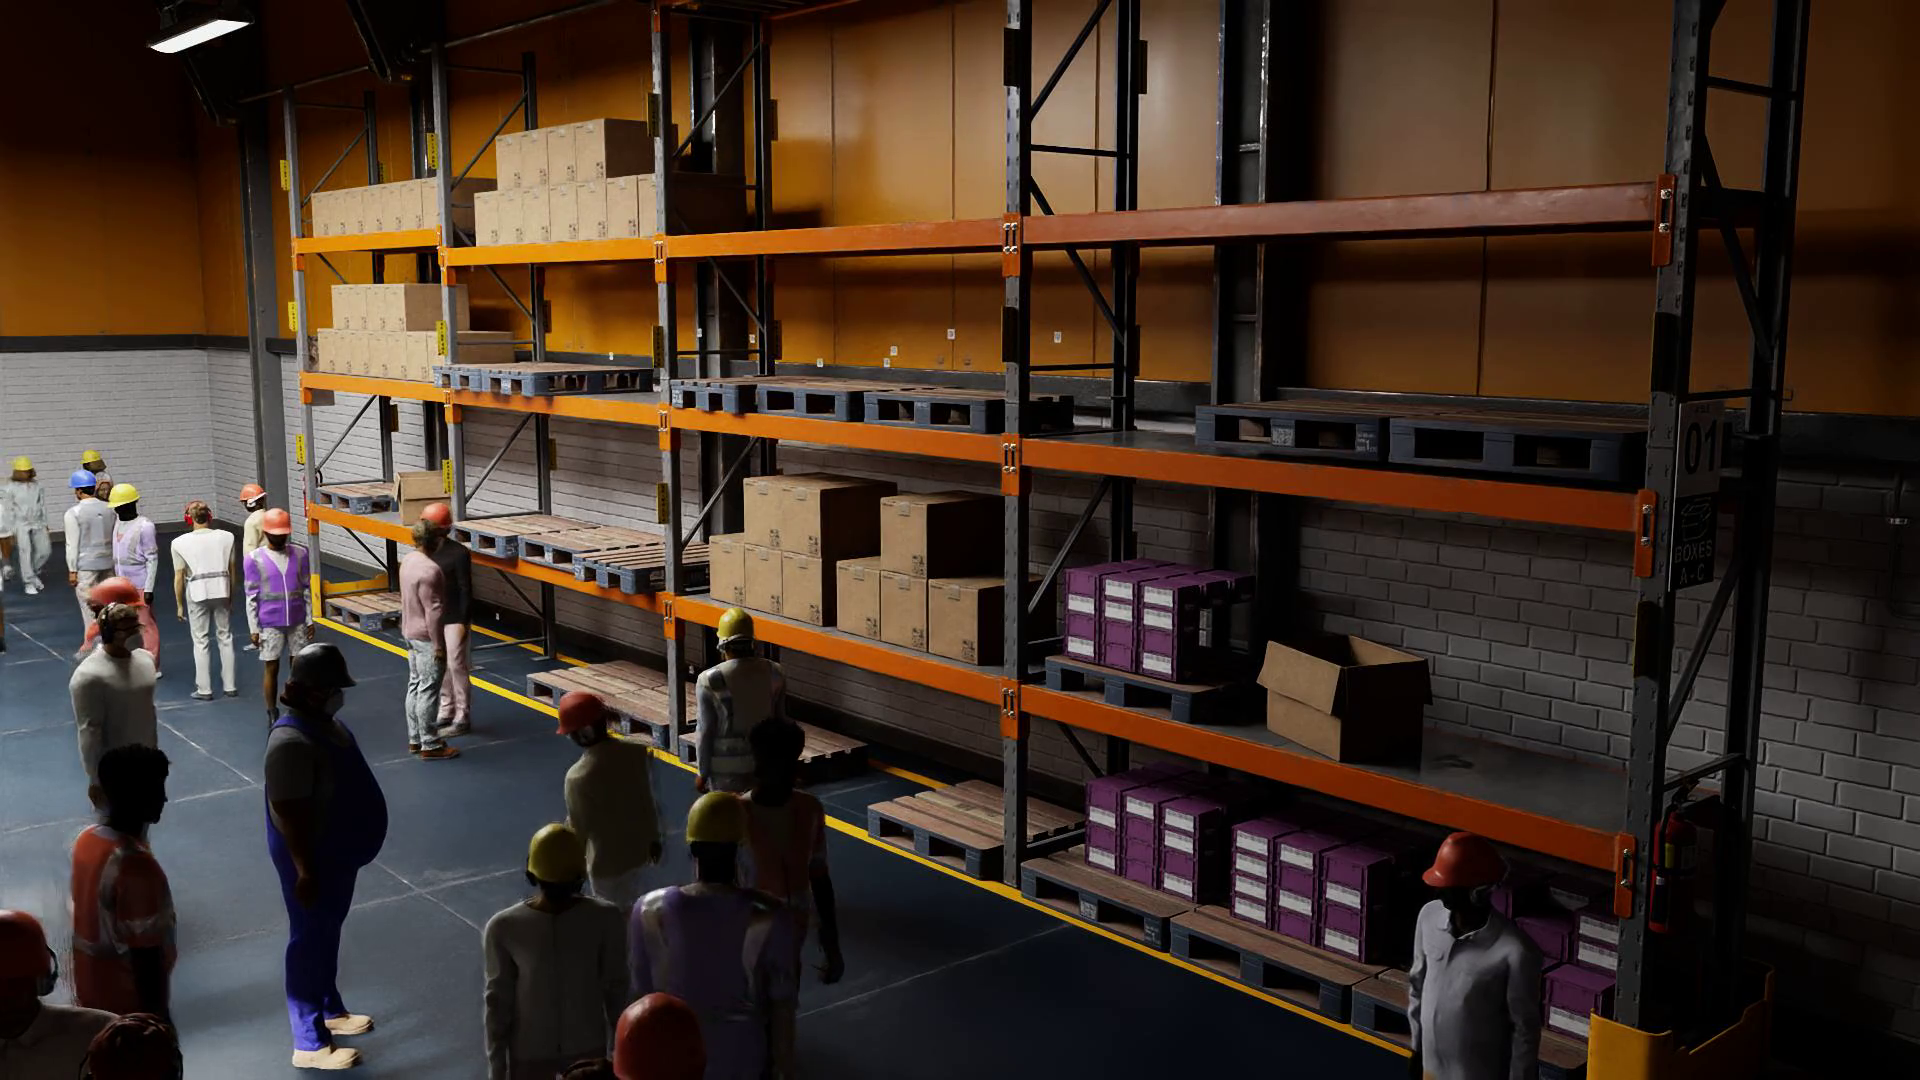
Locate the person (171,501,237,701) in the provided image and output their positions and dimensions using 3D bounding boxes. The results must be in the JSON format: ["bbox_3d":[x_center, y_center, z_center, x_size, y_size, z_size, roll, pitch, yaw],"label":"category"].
[{"bbox_3d":[-6.888,0.559,15.217,0.561,1.828,0.420,-8,11,-43],"label":"person"}]

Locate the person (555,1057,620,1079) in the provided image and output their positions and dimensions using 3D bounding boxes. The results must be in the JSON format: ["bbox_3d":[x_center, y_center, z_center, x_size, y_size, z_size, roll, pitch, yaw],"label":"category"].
[{"bbox_3d":[-0.959,2.193,4.542,0.277,1.627,0.503,-2,9,-16],"label":"person"}]

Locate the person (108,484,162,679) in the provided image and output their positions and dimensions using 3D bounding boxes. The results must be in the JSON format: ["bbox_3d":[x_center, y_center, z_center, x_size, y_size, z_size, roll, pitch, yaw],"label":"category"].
[{"bbox_3d":[-7.907,0.411,15.913,0.585,1.918,0.377,5,10,32],"label":"person"}]

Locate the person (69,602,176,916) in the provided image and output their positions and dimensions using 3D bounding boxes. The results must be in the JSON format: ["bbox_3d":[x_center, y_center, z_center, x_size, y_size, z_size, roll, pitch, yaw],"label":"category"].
[{"bbox_3d":[-4.822,1.309,9.601,0.372,1.939,0.629,1,8,9],"label":"person"}]

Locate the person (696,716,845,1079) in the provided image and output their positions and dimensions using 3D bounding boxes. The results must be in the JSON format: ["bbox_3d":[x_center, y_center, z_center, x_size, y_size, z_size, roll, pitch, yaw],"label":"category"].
[{"bbox_3d":[-0.730,1.695,6.878,0.614,1.939,0.718,-8,11,-44],"label":"person"}]

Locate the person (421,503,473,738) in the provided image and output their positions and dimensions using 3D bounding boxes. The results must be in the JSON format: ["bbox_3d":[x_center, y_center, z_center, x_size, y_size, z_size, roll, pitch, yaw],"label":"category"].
[{"bbox_3d":[-4.356,0.660,13.996,0.637,1.976,0.450,5,9,30],"label":"person"}]

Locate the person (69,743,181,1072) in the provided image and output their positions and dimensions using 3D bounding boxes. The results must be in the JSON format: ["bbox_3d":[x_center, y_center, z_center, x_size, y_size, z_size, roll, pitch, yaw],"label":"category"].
[{"bbox_3d":[-3.280,1.762,6.480,0.671,1.948,0.464,6,10,38],"label":"person"}]

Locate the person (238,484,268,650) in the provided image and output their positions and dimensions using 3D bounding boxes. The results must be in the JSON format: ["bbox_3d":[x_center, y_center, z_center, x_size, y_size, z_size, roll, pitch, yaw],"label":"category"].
[{"bbox_3d":[-7.369,0.277,17.470,0.352,1.738,0.573,0,8,0],"label":"person"}]

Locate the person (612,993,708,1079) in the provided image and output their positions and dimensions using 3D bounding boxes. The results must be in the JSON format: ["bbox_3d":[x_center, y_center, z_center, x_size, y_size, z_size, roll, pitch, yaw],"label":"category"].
[{"bbox_3d":[-0.748,2.079,4.256,0.552,1.935,0.374,-5,9,-29],"label":"person"}]

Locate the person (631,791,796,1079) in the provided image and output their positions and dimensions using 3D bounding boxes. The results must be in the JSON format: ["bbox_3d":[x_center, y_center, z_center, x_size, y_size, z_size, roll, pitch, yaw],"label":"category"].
[{"bbox_3d":[-0.885,1.843,6.047,0.600,1.892,0.879,0,8,-2],"label":"person"}]

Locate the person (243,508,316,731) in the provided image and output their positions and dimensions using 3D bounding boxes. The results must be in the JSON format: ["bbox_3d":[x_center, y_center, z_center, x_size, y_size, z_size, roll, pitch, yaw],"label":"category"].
[{"bbox_3d":[-5.722,0.682,14.031,0.550,1.922,0.391,-8,11,-43],"label":"person"}]

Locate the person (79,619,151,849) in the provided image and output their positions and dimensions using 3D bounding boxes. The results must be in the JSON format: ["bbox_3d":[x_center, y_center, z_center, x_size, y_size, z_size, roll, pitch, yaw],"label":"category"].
[{"bbox_3d":[-5.115,1.329,10.107,0.329,1.750,0.564,-5,10,-33],"label":"person"}]

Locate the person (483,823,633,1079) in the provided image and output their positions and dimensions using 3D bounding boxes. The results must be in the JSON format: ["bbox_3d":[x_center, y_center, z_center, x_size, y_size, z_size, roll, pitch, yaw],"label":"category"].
[{"bbox_3d":[-1.469,1.896,6.148,0.541,1.757,0.338,-4,9,-24],"label":"person"}]

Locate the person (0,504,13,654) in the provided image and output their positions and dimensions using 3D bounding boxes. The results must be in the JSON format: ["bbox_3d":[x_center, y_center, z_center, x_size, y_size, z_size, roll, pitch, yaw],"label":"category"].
[{"bbox_3d":[-10.155,0.224,17.235,0.660,1.926,0.661,1,8,7],"label":"person"}]

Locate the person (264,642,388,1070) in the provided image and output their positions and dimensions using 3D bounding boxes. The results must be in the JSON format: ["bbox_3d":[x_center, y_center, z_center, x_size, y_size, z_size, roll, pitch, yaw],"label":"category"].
[{"bbox_3d":[-3.036,1.485,8.023,0.535,2.000,0.684,-1,8,-8],"label":"person"}]

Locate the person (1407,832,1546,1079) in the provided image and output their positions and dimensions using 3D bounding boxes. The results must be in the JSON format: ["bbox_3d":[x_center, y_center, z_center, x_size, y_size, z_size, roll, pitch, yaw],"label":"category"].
[{"bbox_3d":[1.841,1.909,6.076,0.339,1.748,0.563,-5,10,-31],"label":"person"}]

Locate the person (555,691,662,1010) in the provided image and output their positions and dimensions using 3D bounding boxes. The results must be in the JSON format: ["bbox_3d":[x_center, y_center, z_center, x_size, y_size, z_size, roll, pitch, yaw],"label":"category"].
[{"bbox_3d":[-1.782,1.586,8.439,0.417,1.710,0.628,4,9,27],"label":"person"}]

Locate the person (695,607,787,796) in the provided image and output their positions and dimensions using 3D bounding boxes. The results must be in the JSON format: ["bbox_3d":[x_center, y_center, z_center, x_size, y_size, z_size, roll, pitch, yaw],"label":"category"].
[{"bbox_3d":[-1.324,1.309,9.955,0.591,1.837,0.403,-6,10,-35],"label":"person"}]

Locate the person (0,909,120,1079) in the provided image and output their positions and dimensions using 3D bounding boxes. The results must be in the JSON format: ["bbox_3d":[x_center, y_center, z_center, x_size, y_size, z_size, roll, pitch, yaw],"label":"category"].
[{"bbox_3d":[-2.628,1.991,4.712,0.616,1.986,0.407,-4,9,-24],"label":"person"}]

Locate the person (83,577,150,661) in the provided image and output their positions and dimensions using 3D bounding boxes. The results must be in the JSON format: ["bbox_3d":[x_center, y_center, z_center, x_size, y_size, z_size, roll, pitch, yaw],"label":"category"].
[{"bbox_3d":[-5.005,1.247,9.809,0.545,2.018,0.702,-5,10,-31],"label":"person"}]

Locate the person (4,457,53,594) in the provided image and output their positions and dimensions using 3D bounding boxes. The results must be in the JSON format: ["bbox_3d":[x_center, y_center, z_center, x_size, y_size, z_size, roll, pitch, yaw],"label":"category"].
[{"bbox_3d":[-11.568,-0.181,20.688,0.371,1.724,0.504,5,10,31],"label":"person"}]

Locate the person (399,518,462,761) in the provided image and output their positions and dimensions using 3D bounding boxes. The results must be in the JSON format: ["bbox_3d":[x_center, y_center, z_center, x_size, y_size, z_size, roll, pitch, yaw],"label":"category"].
[{"bbox_3d":[-4.250,0.784,13.251,0.354,1.936,0.635,-6,10,-35],"label":"person"}]

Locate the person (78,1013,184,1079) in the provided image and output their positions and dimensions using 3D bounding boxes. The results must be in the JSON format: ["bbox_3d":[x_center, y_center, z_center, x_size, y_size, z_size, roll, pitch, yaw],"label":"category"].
[{"bbox_3d":[-2.063,2.118,4.215,0.577,1.877,0.341,-3,9,-20],"label":"person"}]

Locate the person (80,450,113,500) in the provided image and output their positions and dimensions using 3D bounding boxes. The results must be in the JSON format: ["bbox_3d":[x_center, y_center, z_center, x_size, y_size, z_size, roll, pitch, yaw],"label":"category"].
[{"bbox_3d":[-11.190,-0.310,21.578,0.491,1.731,0.324,3,9,21],"label":"person"}]

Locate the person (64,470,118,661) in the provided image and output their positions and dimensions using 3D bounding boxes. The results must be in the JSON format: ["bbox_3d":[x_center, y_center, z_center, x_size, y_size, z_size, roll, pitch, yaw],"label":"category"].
[{"bbox_3d":[-8.838,0.251,16.956,0.410,1.939,0.605,3,9,22],"label":"person"}]
